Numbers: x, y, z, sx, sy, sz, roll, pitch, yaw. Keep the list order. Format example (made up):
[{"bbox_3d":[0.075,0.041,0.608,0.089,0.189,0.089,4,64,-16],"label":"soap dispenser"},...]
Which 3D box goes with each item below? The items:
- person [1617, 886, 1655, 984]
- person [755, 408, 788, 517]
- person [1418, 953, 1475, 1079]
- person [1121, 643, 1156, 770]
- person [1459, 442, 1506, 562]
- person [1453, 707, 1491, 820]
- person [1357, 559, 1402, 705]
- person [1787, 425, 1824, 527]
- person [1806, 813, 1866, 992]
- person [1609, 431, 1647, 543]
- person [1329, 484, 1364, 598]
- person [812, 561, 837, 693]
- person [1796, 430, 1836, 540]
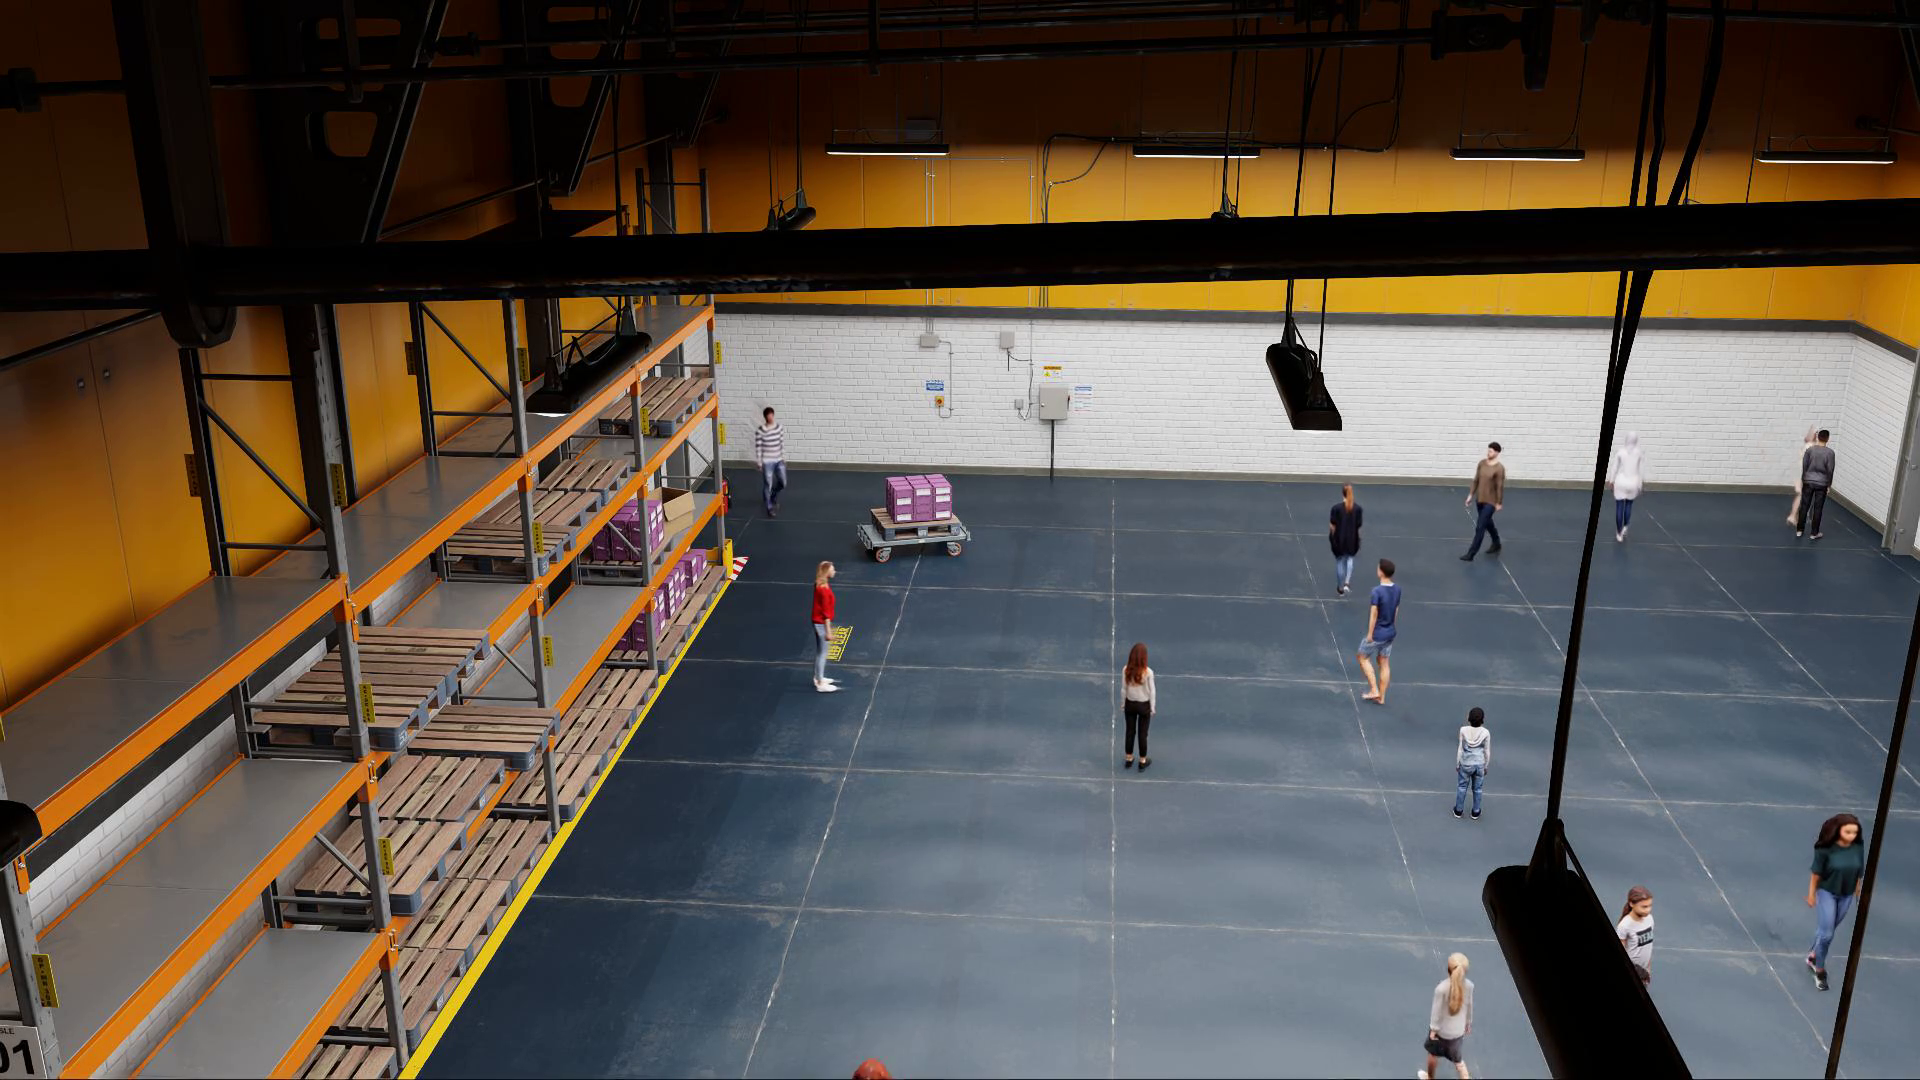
[{"bbox_3d":[5.500,3.525,13.687,0.618,1.562,0.657,-9,21,-26],"label":"person"},{"bbox_3d":[-3.169,-1.329,27.665,0.829,1.840,0.880,-10,21,-26],"label":"person"},{"bbox_3d":[3.903,3.869,13.140,0.697,1.259,0.872,-7,20,-19],"label":"person"},{"bbox_3d":[2.001,1.864,18.743,0.596,1.484,0.577,8,20,22],"label":"person"},{"bbox_3d":[8.132,-0.596,25.485,1.107,1.842,1.212,-9,21,-24],"label":"person"},{"bbox_3d":[5.427,2.356,17.629,0.508,1.261,0.529,5,19,14],"label":"person"},{"bbox_3d":[5.195,1.155,20.295,0.756,1.836,0.790,-10,21,-27],"label":"person"},{"bbox_3d":[13.662,-1.041,26.994,0.786,1.722,0.724,9,21,26],"label":"person"},{"bbox_3d":[7.739,3.129,14.805,0.642,1.599,0.793,-1,19,-4],"label":"person"},{"bbox_3d":[10.539,-0.823,26.315,0.795,1.744,1.036,6,20,18],"label":"person"},{"bbox_3d":[5.545,0.030,23.888,0.605,1.676,0.651,2,19,5],"label":"person"},{"bbox_3d":[-1.722,1.063,20.785,0.746,1.698,0.583,-4,19,-13],"label":"person"},{"bbox_3d":[13.650,-0.904,26.526,0.701,1.761,0.719,15,24,37],"label":"person"}]
